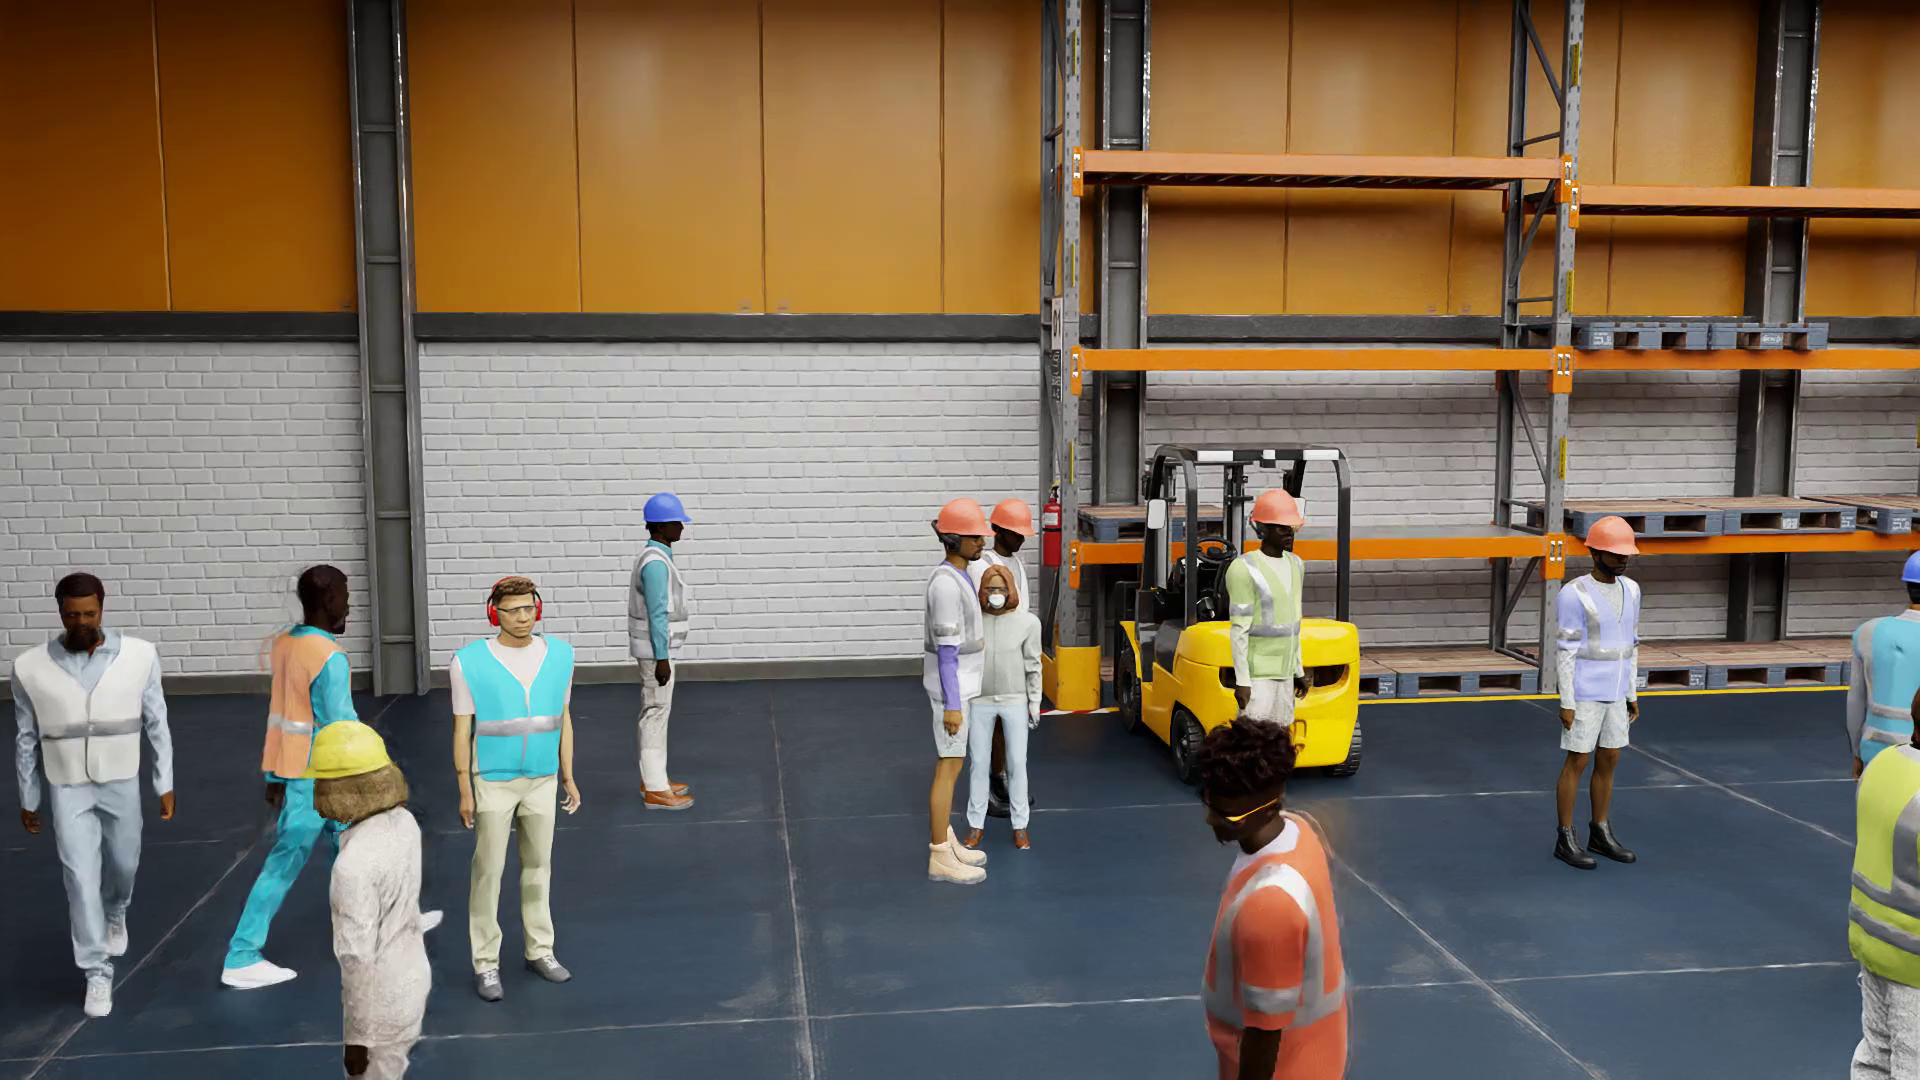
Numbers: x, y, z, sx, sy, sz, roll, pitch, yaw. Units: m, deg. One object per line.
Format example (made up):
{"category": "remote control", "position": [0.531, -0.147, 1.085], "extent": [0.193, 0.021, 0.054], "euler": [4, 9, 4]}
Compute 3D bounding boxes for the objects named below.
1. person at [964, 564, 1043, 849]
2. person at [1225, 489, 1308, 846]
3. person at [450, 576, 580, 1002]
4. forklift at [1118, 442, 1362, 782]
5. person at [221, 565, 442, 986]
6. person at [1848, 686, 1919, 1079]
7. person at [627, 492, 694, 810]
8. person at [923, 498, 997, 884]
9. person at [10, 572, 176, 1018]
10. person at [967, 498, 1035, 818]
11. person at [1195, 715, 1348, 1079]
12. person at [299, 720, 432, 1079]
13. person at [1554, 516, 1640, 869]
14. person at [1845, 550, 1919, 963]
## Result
{"category": "person", "position": [0.215, 0.940, 9.400], "extent": [0.502, 1.628, 0.288], "euler": [1, 7, 6]}
{"category": "person", "position": [1.764, 0.731, 9.411], "extent": [0.605, 2.044, 0.374], "euler": [-6, 9, -43]}
{"category": "person", "position": [-1.960, 1.066, 7.347], "extent": [0.564, 1.843, 0.395], "euler": [-5, 8, -38]}
{"category": "forklift", "position": [1.912, 0.418, 11.496], "extent": [1.214, 2.155, 2.313], "euler": [-1, 7, -8]}
{"category": "person", "position": [-2.891, 1.041, 7.549], "extent": [1.063, 1.850, 0.623], "euler": [-6, 9, -41]}
{"category": "person", "position": [3.009, 1.323, 5.168], "extent": [0.431, 1.836, 0.618], "euler": [1, 7, 6]}
{"category": "person", "position": [-1.851, 0.675, 10.305], "extent": [0.404, 1.948, 0.605], "euler": [-1, 7, -11]}
{"category": "person", "position": [0.001, 0.790, 8.890], "extent": [0.389, 2.041, 0.614], "euler": [0, 7, 4]}
{"category": "person", "position": [-3.823, 1.052, 7.358], "extent": [0.609, 1.882, 0.917], "euler": [-4, 8, -31]}
{"category": "person", "position": [0.274, 0.705, 10.136], "extent": [0.377, 1.928, 0.542], "euler": [4, 7, 29]}
{"category": "person", "position": [0.830, 1.374, 4.373], "extent": [0.368, 1.935, 0.772], "euler": [2, 7, 19]}
{"category": "person", "position": [-1.731, 1.386, 5.021], "extent": [0.452, 1.720, 0.496], "euler": [0, 7, -2]}
{"category": "person", "position": [3.501, 0.828, 9.070], "extent": [0.545, 1.932, 0.386], "euler": [-3, 7, -26]}
{"category": "person", "position": [4.321, 0.996, 7.510], "extent": [0.409, 1.943, 0.615], "euler": [-4, 7, -28]}
